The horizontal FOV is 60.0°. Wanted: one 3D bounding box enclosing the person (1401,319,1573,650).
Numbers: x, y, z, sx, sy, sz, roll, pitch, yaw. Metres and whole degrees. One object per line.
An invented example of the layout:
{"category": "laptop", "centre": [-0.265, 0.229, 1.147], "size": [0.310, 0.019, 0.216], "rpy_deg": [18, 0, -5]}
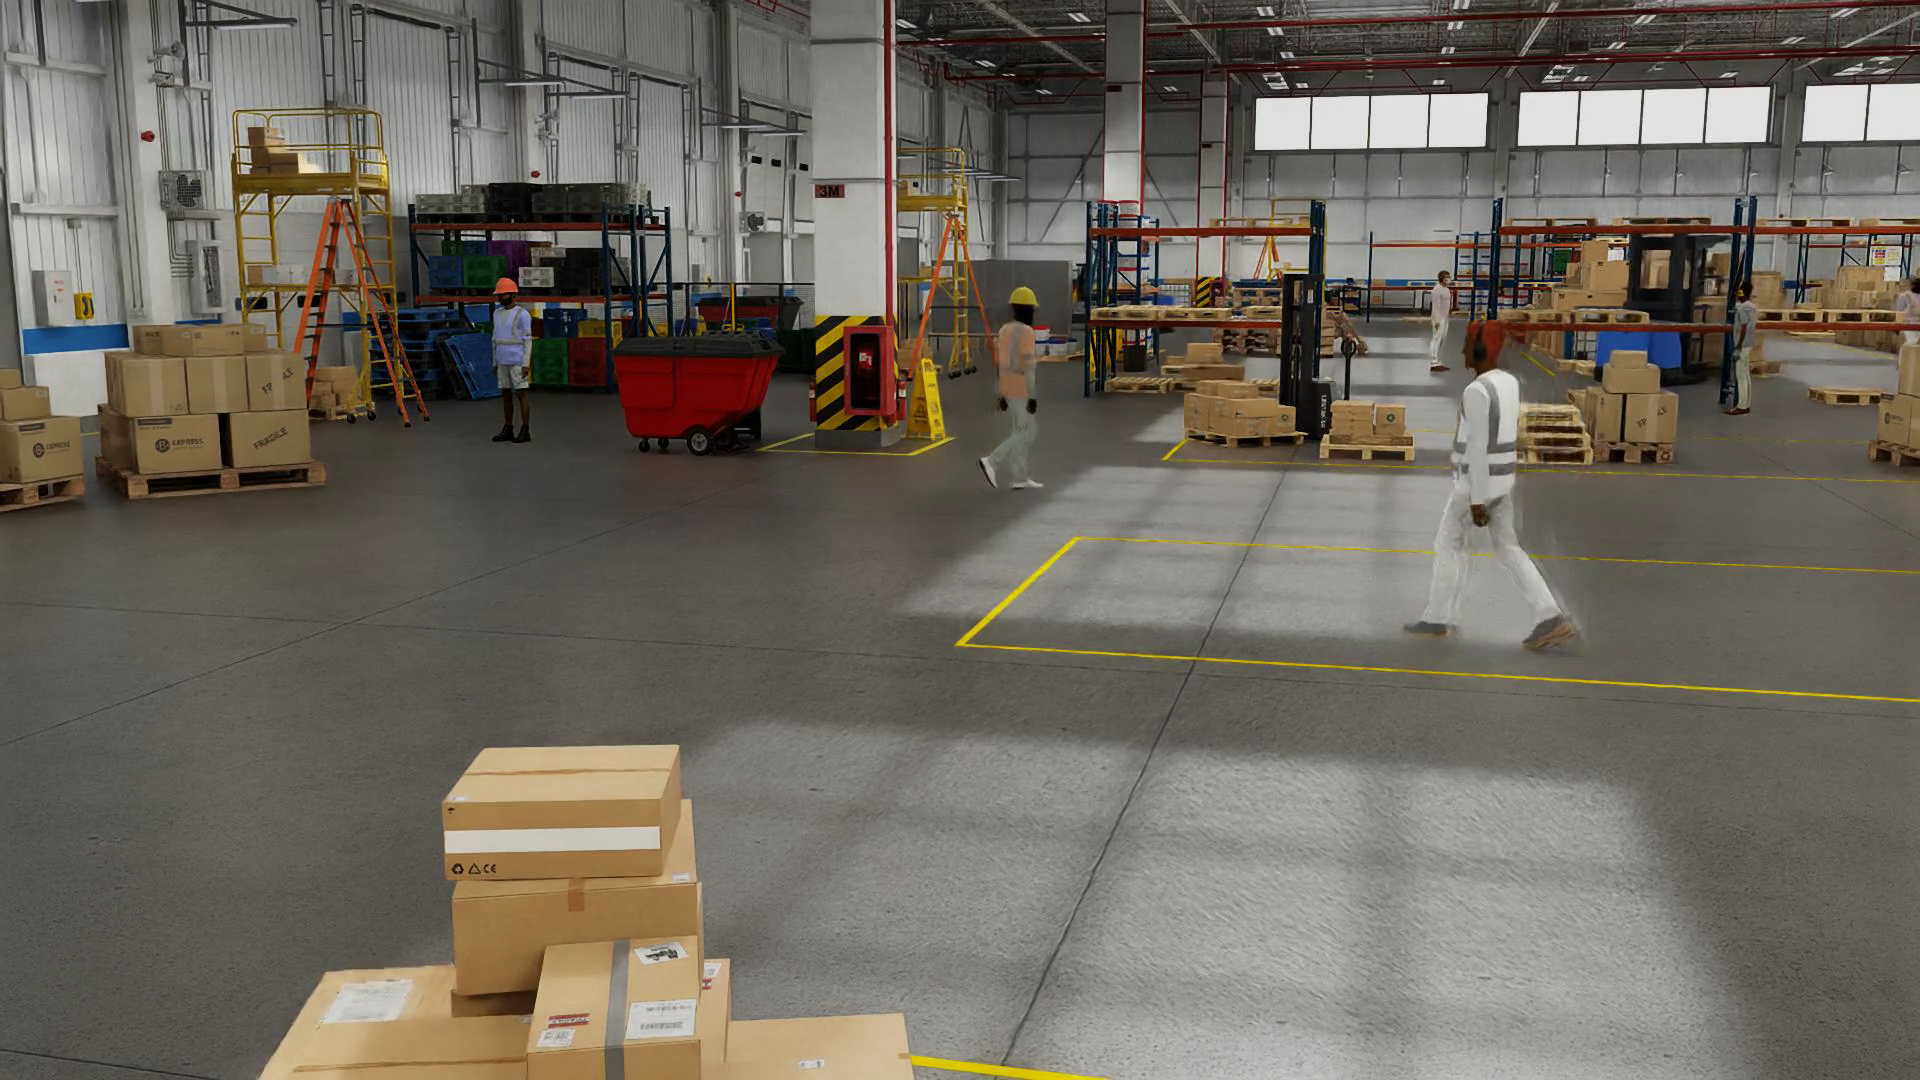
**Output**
{"category": "person", "centre": [2.973, -0.302, 9.251], "size": [0.941, 1.852, 0.573], "rpy_deg": [9, 13, 43]}

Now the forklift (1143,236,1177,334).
{"category": "forklift", "centre": [5.166, -7.243, 47.052], "size": [1.873, 2.768, 1.129], "rpy_deg": [2, 10, 14]}

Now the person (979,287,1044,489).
{"category": "person", "centre": [0.486, -1.395, 15.479], "size": [0.609, 1.909, 0.601], "rpy_deg": [-4, 10, -21]}

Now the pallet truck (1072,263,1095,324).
{"category": "pallet truck", "centre": [4.325, -8.180, 55.162], "size": [0.823, 1.965, 1.885], "rpy_deg": [6, 11, 31]}

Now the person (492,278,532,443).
{"category": "person", "centre": [-5.301, -2.107, 19.580], "size": [0.552, 1.935, 0.360], "rpy_deg": [5, 11, 27]}

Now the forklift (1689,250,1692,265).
{"category": "forklift", "centre": [21.261, -7.558, 48.905], "size": [1.129, 2.768, 1.873], "rpy_deg": [-8, 13, -40]}

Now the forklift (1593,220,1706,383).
{"category": "forklift", "centre": [11.881, -4.093, 28.504], "size": [1.873, 2.768, 1.129], "rpy_deg": [-8, 12, -39]}

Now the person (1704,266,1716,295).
{"category": "person", "centre": [22.851, -7.398, 50.791], "size": [0.363, 1.929, 0.628], "rpy_deg": [6, 11, 31]}

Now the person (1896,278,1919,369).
{"category": "person", "centre": [18.223, -4.100, 31.769], "size": [0.626, 1.797, 0.977], "rpy_deg": [-1, 10, -8]}

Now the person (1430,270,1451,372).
{"category": "person", "centre": [9.220, -4.195, 31.871], "size": [0.367, 1.940, 0.634], "rpy_deg": [6, 11, 32]}

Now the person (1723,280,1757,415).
{"category": "person", "centre": [10.817, -2.653, 23.015], "size": [0.325, 1.865, 0.516], "rpy_deg": [8, 13, 39]}

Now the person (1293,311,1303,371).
{"category": "person", "centre": [6.624, -4.101, 31.926], "size": [0.323, 1.736, 0.488], "rpy_deg": [6, 11, 30]}

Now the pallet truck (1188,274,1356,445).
{"category": "pallet truck", "centre": [3.653, -2.138, 19.590], "size": [1.885, 1.965, 0.823], "rpy_deg": [-4, 10, -20]}
